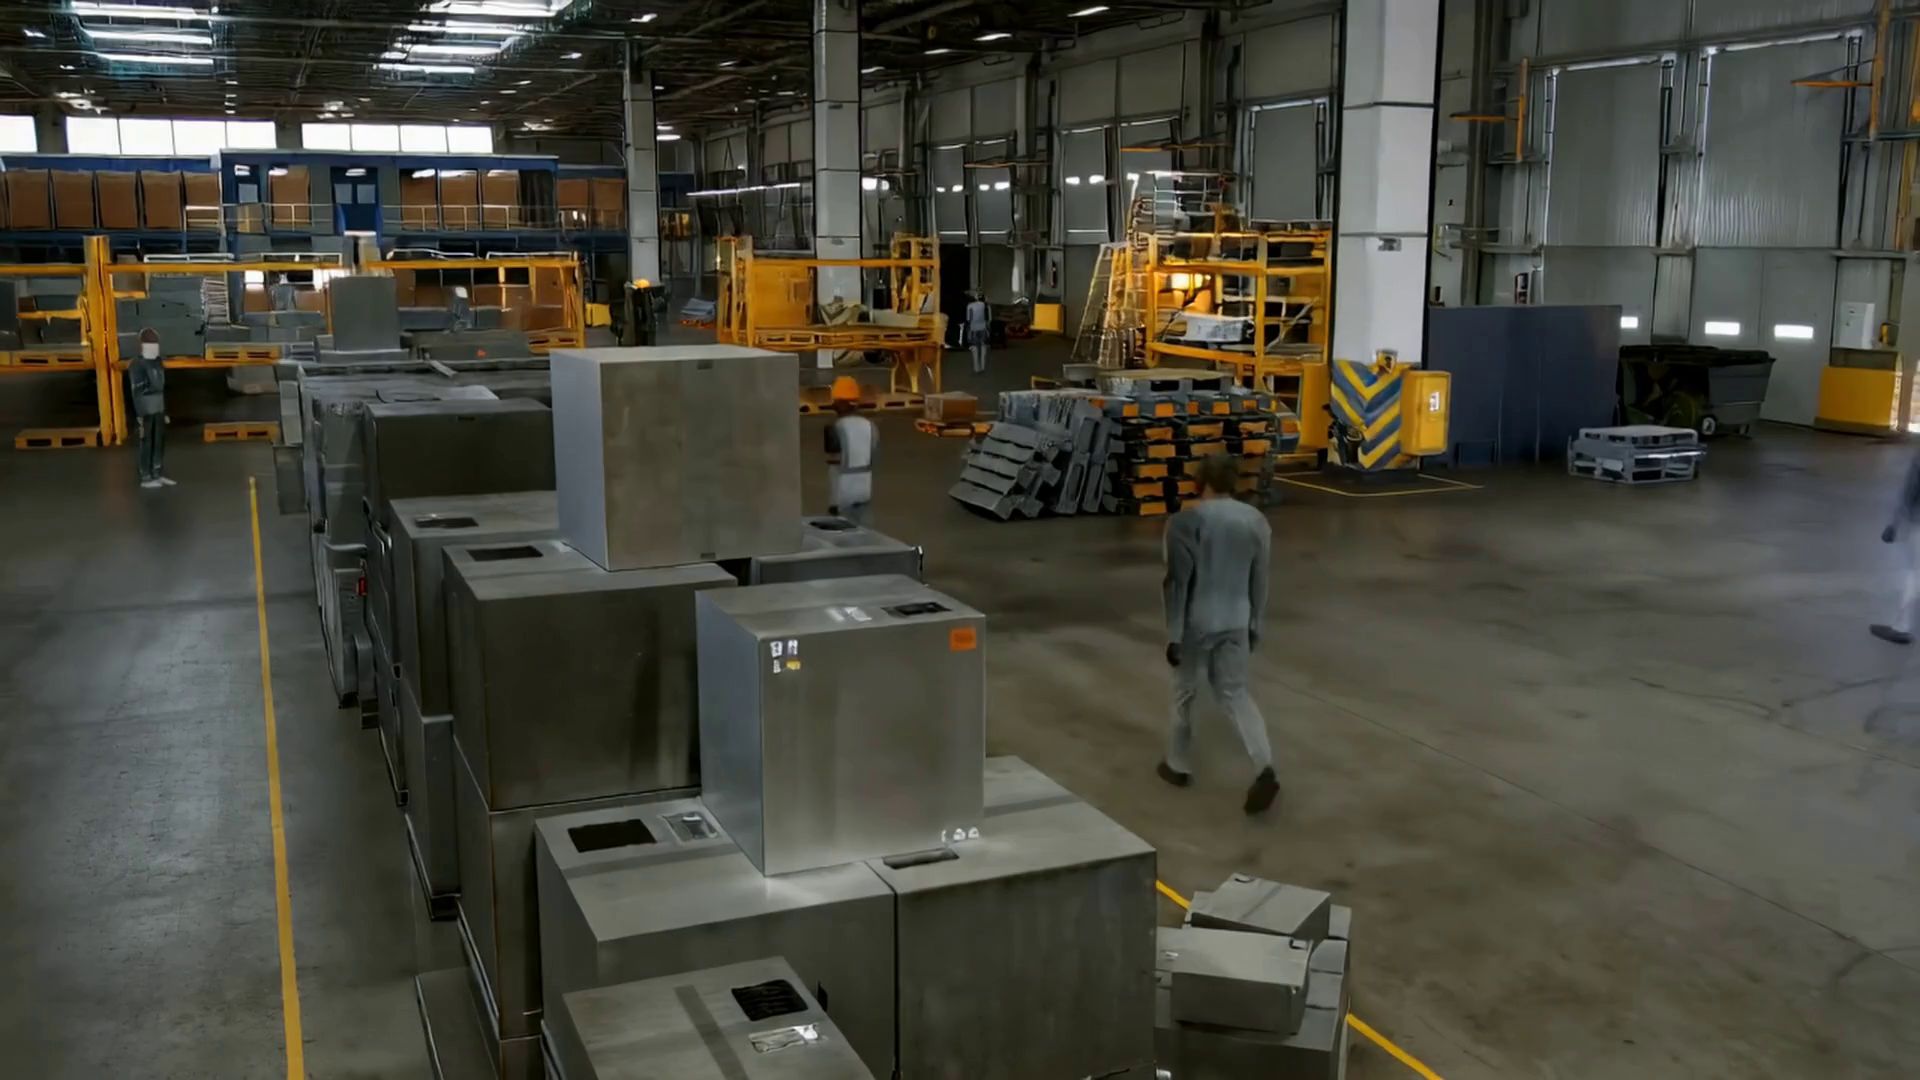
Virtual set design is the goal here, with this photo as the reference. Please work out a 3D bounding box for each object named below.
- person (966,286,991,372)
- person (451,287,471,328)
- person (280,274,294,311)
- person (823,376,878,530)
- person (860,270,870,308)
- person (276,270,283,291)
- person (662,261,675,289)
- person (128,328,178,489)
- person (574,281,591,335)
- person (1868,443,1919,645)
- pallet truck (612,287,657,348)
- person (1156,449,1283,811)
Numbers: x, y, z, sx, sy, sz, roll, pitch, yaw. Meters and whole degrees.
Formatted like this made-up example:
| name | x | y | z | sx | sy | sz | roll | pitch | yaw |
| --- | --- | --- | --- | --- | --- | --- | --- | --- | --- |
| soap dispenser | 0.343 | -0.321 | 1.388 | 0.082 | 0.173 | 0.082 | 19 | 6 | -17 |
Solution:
| name | x | y | z | sx | sy | sz | roll | pitch | yaw |
| --- | --- | --- | --- | --- | --- | --- | --- | --- | --- |
| person | 0.426 | -4.765 | 37.599 | 0.580 | 1.915 | 0.678 | 1 | 10 | 5 |
| person | -12.437 | -5.376 | 41.286 | 0.630 | 1.815 | 0.823 | 8 | 13 | 39 |
| person | -20.183 | -6.998 | 49.880 | 0.390 | 1.933 | 0.631 | -2 | 11 | -12 |
| person | -0.889 | -0.392 | 13.605 | 0.558 | 1.892 | 1.021 | -9 | 14 | -41 |
| person | -3.556 | -8.846 | 60.124 | 0.600 | 1.899 | 0.821 | 0 | 10 | -2 |
| person | -23.886 | -8.528 | 58.441 | 0.352 | 1.883 | 0.579 | -2 | 11 | -13 |
| person | -13.026 | -11.420 | 74.103 | 0.612 | 1.986 | 0.407 | 0 | 10 | -3 |
| person | -9.733 | -1.587 | 20.057 | 0.383 | 1.928 | 0.588 | 2 | 10 | 9 |
| person | -11.685 | -7.153 | 51.362 | 0.490 | 1.705 | 0.895 | 4 | 11 | 19 |
| person | 7.046 | -0.082 | 11.904 | 0.623 | 1.895 | 1.026 | -4 | 11 | -22 |
| pallet truck | -6.464 | -4.406 | 35.401 | 0.823 | 1.965 | 1.885 | 6 | 12 | 32 |
| person | 1.391 | 0.471 | 8.813 | 0.639 | 1.910 | 0.938 | -4 | 11 | -22 |
